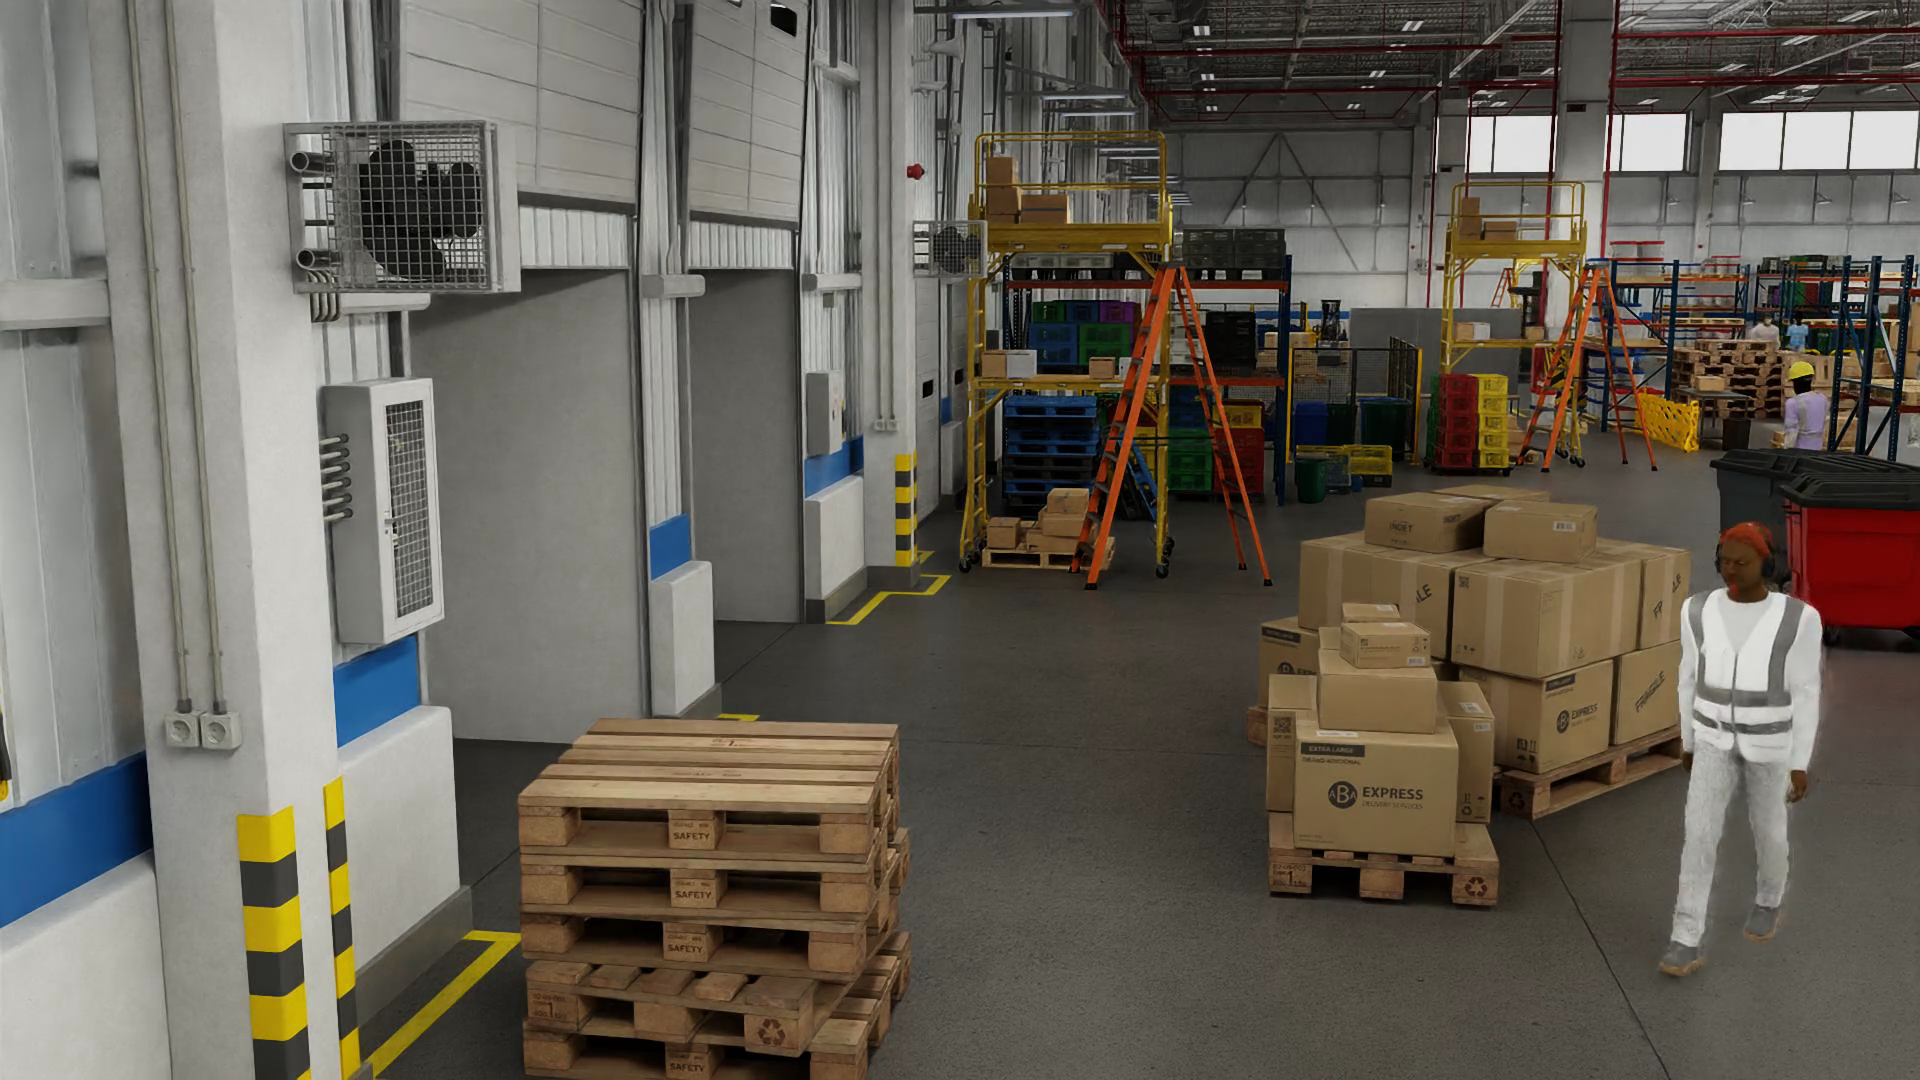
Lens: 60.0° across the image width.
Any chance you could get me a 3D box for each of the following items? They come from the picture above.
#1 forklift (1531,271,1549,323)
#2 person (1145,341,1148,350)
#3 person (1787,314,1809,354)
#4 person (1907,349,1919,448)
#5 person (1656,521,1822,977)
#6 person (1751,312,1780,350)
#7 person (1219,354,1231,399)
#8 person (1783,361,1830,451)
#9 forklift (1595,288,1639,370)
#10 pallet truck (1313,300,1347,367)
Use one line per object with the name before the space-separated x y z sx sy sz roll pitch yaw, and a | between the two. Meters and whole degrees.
forklift | 14.835 -5.369 41.877 1.873 2.768 1.129 -6 11 -35
person | 3.741 -3.709 35.411 0.551 1.654 0.873 3 10 19
person | 22.749 -5.291 45.151 0.548 1.647 0.872 3 10 18
person | 15.490 -2.342 26.744 0.335 1.734 0.487 5 11 29
person | 3.236 0.832 6.857 0.589 1.844 0.978 8 12 41
person | 18.510 -4.309 38.358 0.636 1.905 0.959 -1 9 -4
person | 5.593 -3.599 34.827 0.448 1.612 0.543 4 10 22
person | 8.630 -0.870 17.094 0.584 1.918 0.383 -5 10 -28
forklift | 17.937 -6.108 46.435 1.873 2.768 1.129 -3 10 -17
pallet truck | 11.159 -6.200 49.718 0.823 1.965 1.885 4 10 26
